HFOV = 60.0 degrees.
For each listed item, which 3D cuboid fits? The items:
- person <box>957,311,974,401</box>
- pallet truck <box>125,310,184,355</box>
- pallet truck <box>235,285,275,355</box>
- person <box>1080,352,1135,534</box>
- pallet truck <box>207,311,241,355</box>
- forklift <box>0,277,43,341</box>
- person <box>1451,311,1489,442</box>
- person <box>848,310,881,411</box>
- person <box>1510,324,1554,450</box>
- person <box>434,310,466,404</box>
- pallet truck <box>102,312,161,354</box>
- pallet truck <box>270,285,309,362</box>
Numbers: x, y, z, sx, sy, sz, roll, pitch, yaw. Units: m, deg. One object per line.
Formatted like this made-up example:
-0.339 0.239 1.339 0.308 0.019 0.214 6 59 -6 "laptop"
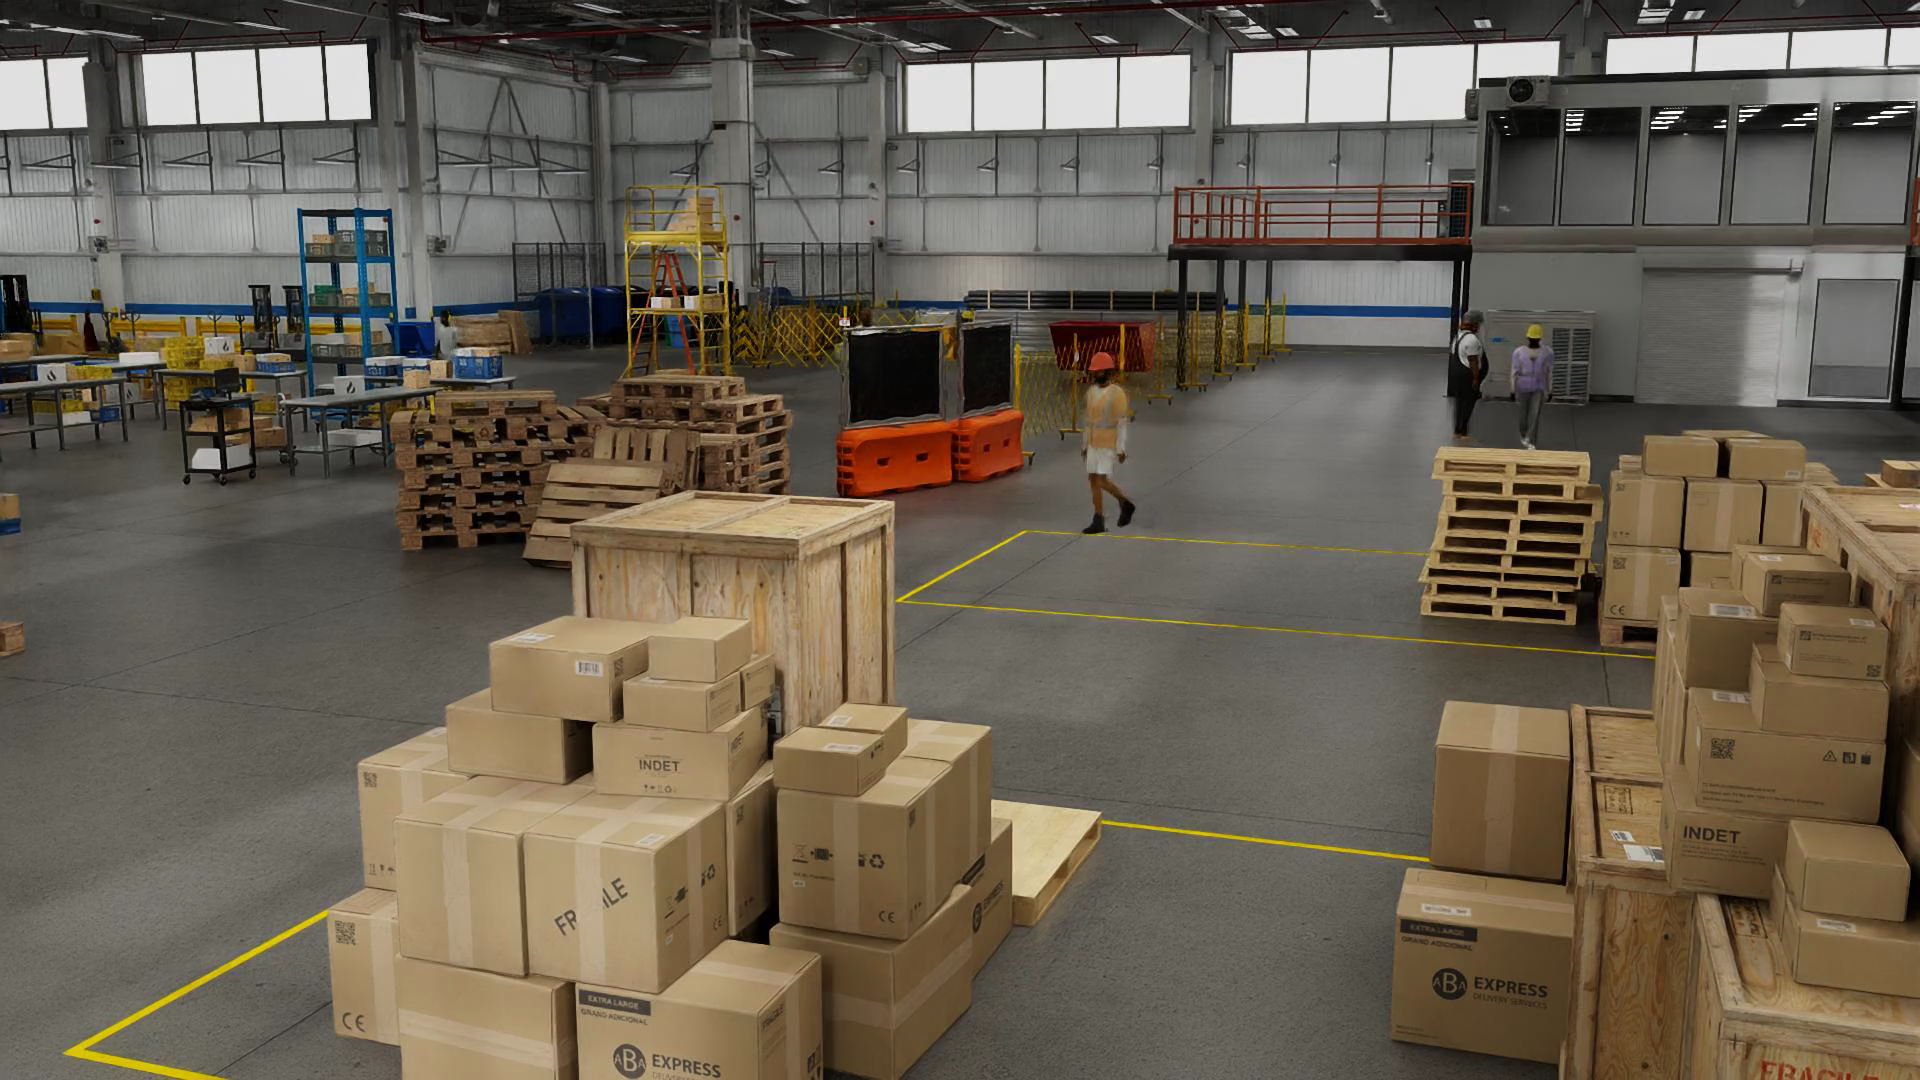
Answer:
0.117 -3.601 32.523 0.338 1.757 0.520 -2 10 -10 "person"
-22.038 -5.665 45.457 0.704 1.261 1.522 3 11 17 "pallet truck"
-18.327 -5.835 44.421 0.823 1.965 1.885 4 11 23 "pallet truck"
1.537 -1.017 17.502 0.515 1.922 0.551 -7 12 -35 "person"
-19.537 -5.575 44.913 0.653 1.274 1.630 3 11 19 "pallet truck"
-27.151 -6.329 46.328 1.157 1.987 2.680 3 11 17 "forklift"
7.869 -2.547 25.786 0.642 2.000 0.733 -1 10 -6 "person"
-1.727 -3.320 30.684 0.575 1.852 0.885 3 11 18 "person"
8.504 -2.286 24.770 0.602 1.890 0.872 3 11 17 "person"
-9.619 -3.430 31.390 0.513 1.831 0.973 7 12 34 "person"
-23.057 -5.777 46.261 0.680 1.201 1.601 3 11 19 "pallet truck"
-17.147 -5.700 43.663 0.823 1.965 1.885 3 11 17 "pallet truck"
